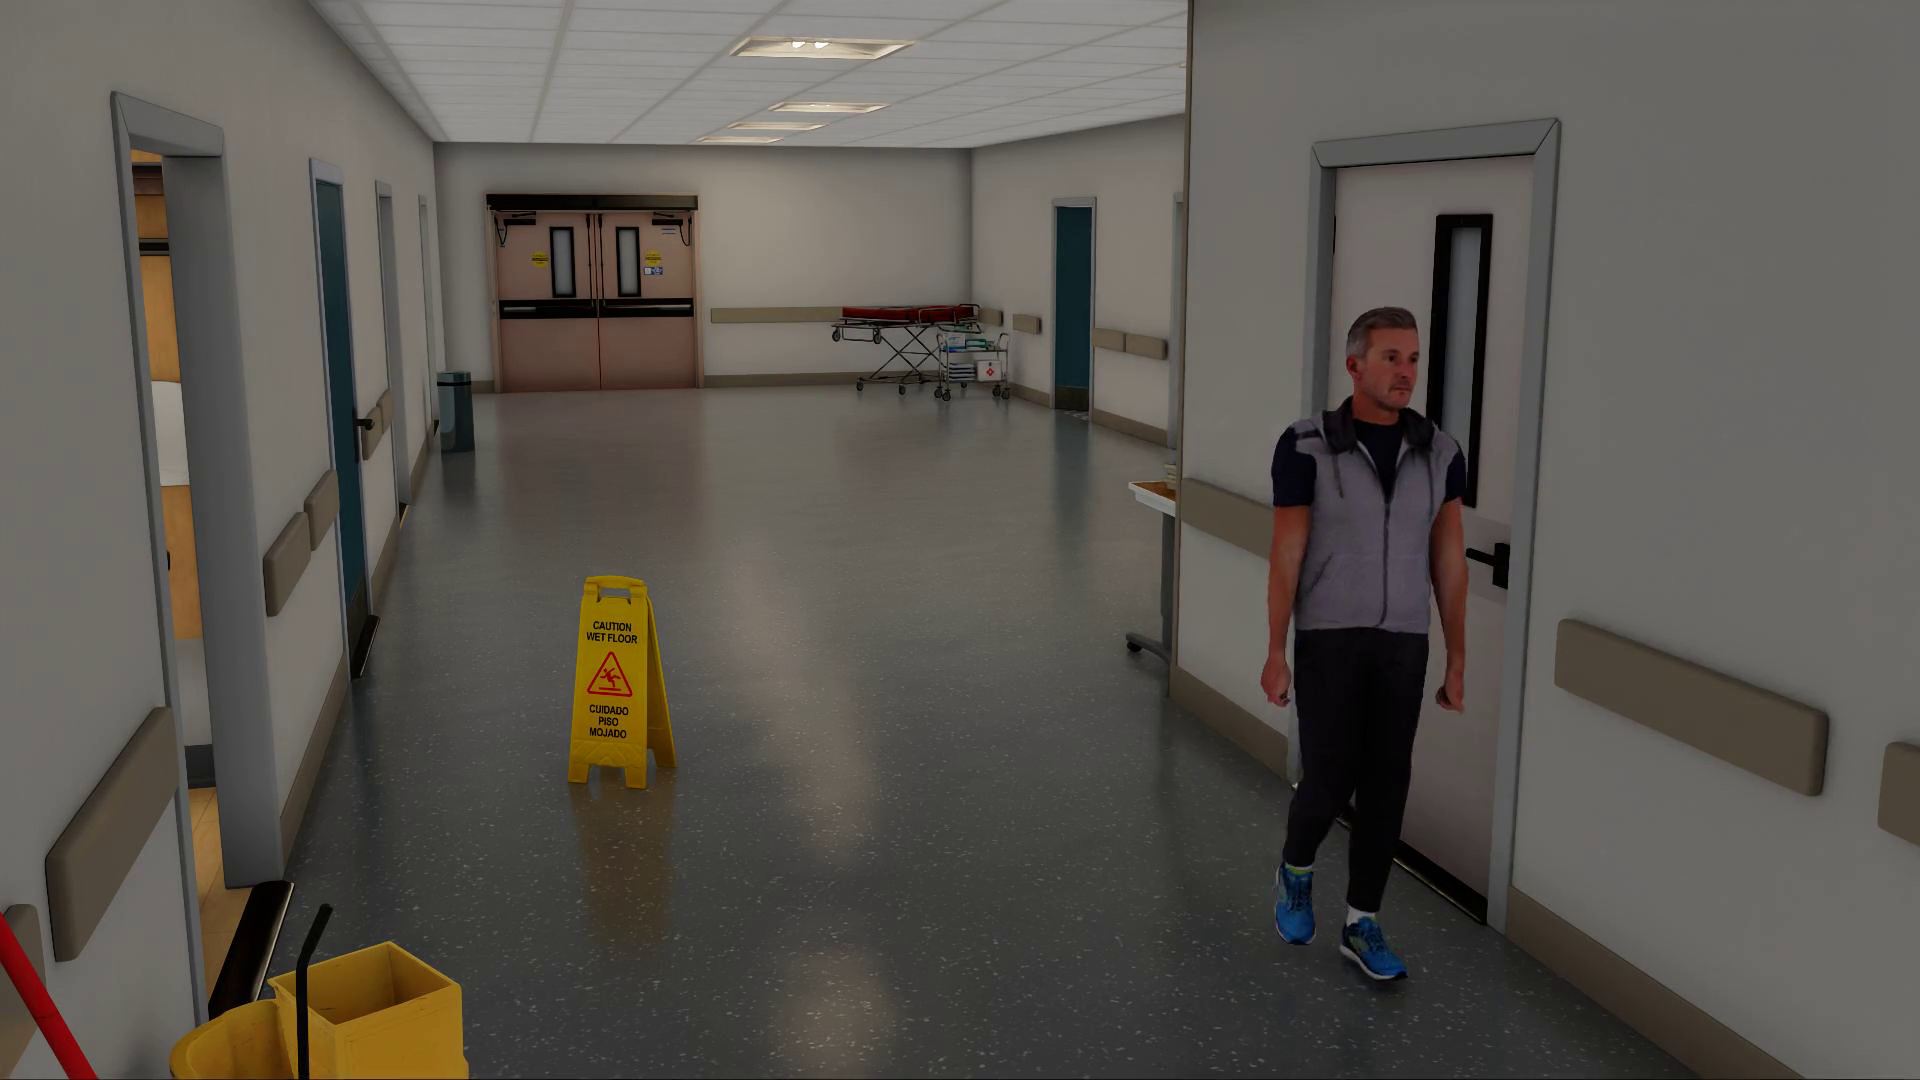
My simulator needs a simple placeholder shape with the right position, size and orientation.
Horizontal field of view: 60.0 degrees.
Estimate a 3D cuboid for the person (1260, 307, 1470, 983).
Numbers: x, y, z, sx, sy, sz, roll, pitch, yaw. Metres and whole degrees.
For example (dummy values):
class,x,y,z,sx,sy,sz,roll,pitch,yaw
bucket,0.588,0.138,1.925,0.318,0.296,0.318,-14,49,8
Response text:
class,x,y,z,sx,sy,sz,roll,pitch,yaw
person,1.043,0.283,4.521,0.711,1.812,0.683,-2,11,-12
